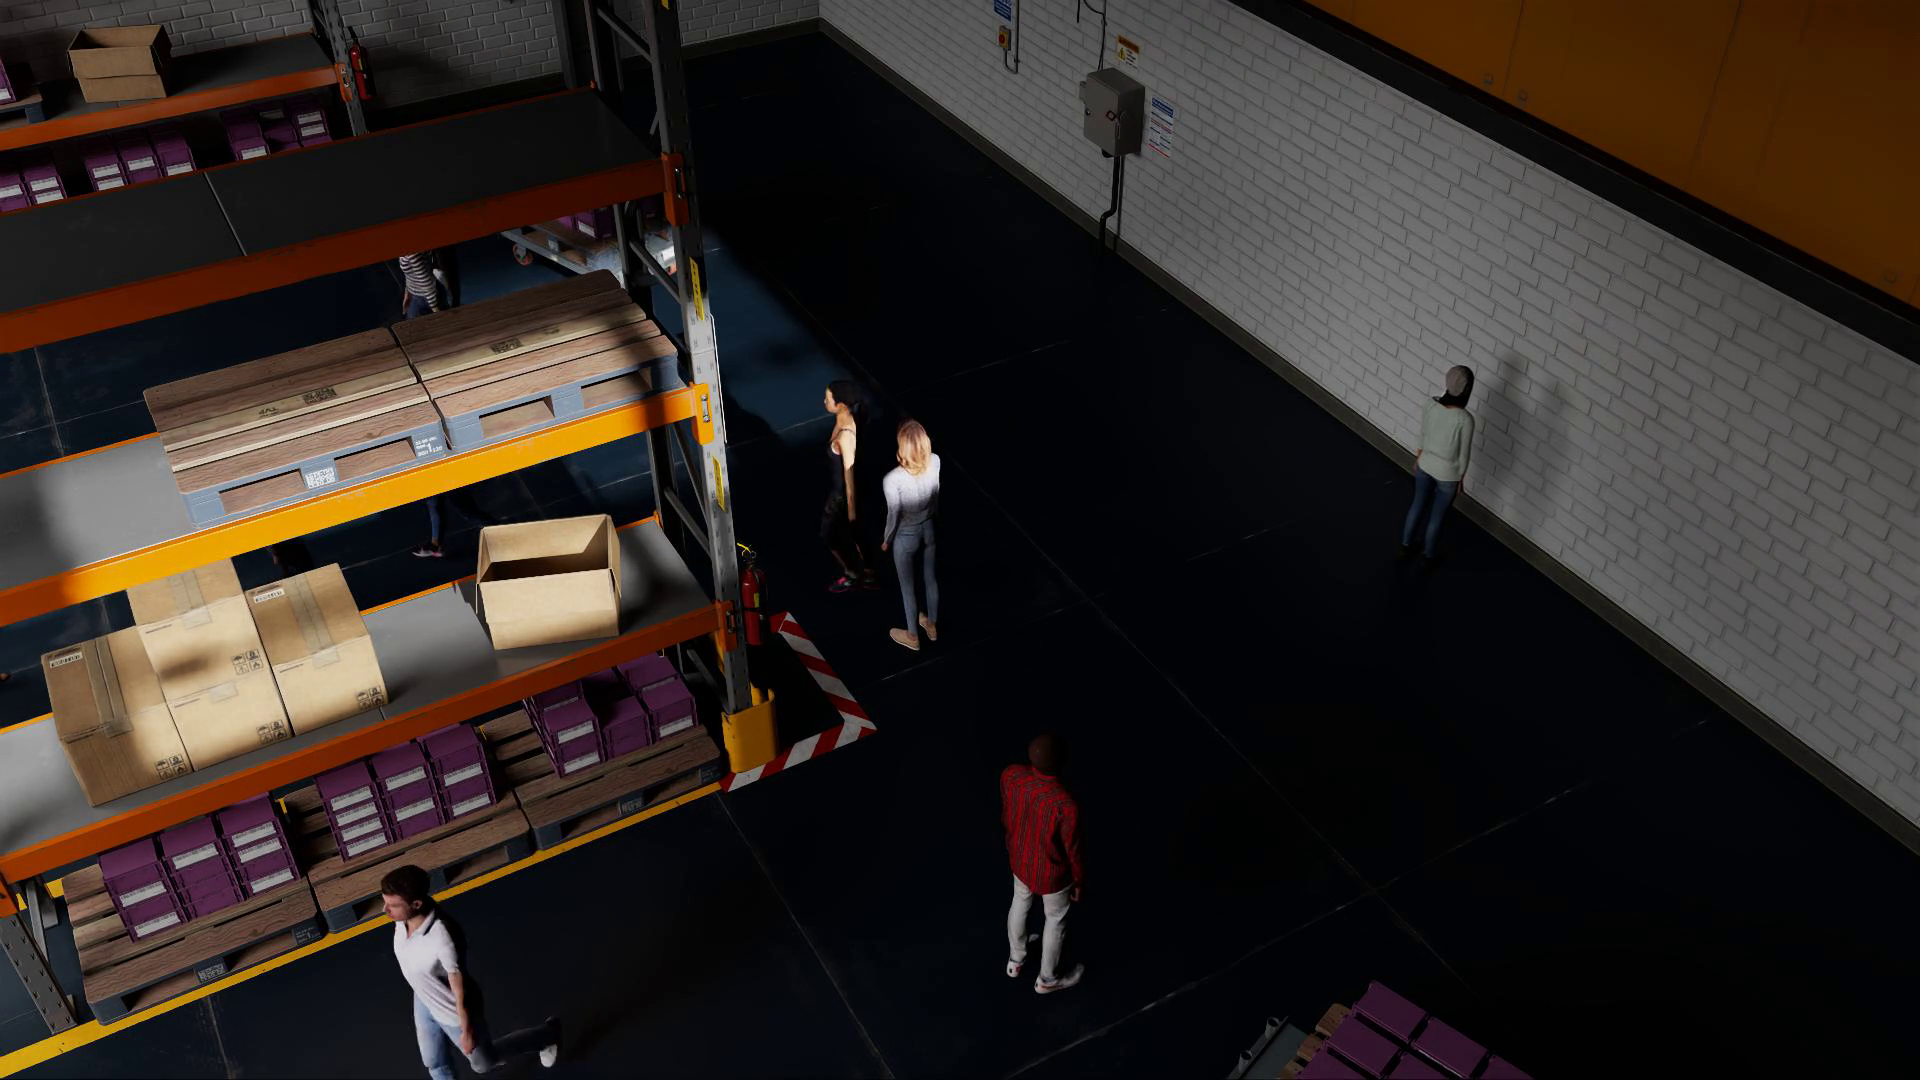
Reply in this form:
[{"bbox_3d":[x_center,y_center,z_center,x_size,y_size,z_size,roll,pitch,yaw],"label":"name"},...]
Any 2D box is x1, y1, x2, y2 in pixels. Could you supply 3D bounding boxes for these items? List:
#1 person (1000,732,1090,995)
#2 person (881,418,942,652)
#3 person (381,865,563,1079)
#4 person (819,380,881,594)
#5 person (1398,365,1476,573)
[{"bbox_3d":[0.428,1.663,8.644,0.729,1.819,0.671,30,47,32],"label":"person"},{"bbox_3d":[-0.294,-0.034,10.787,0.495,1.796,0.678,-27,46,-29],"label":"person"},{"bbox_3d":[-2.371,2.172,7.998,0.890,1.829,1.158,29,47,31],"label":"person"},{"bbox_3d":[-0.653,-0.324,11.215,0.764,1.715,0.719,0,39,1],"label":"person"},{"bbox_3d":[3.320,-0.499,11.488,0.525,1.647,0.580,-25,45,-28],"label":"person"}]
